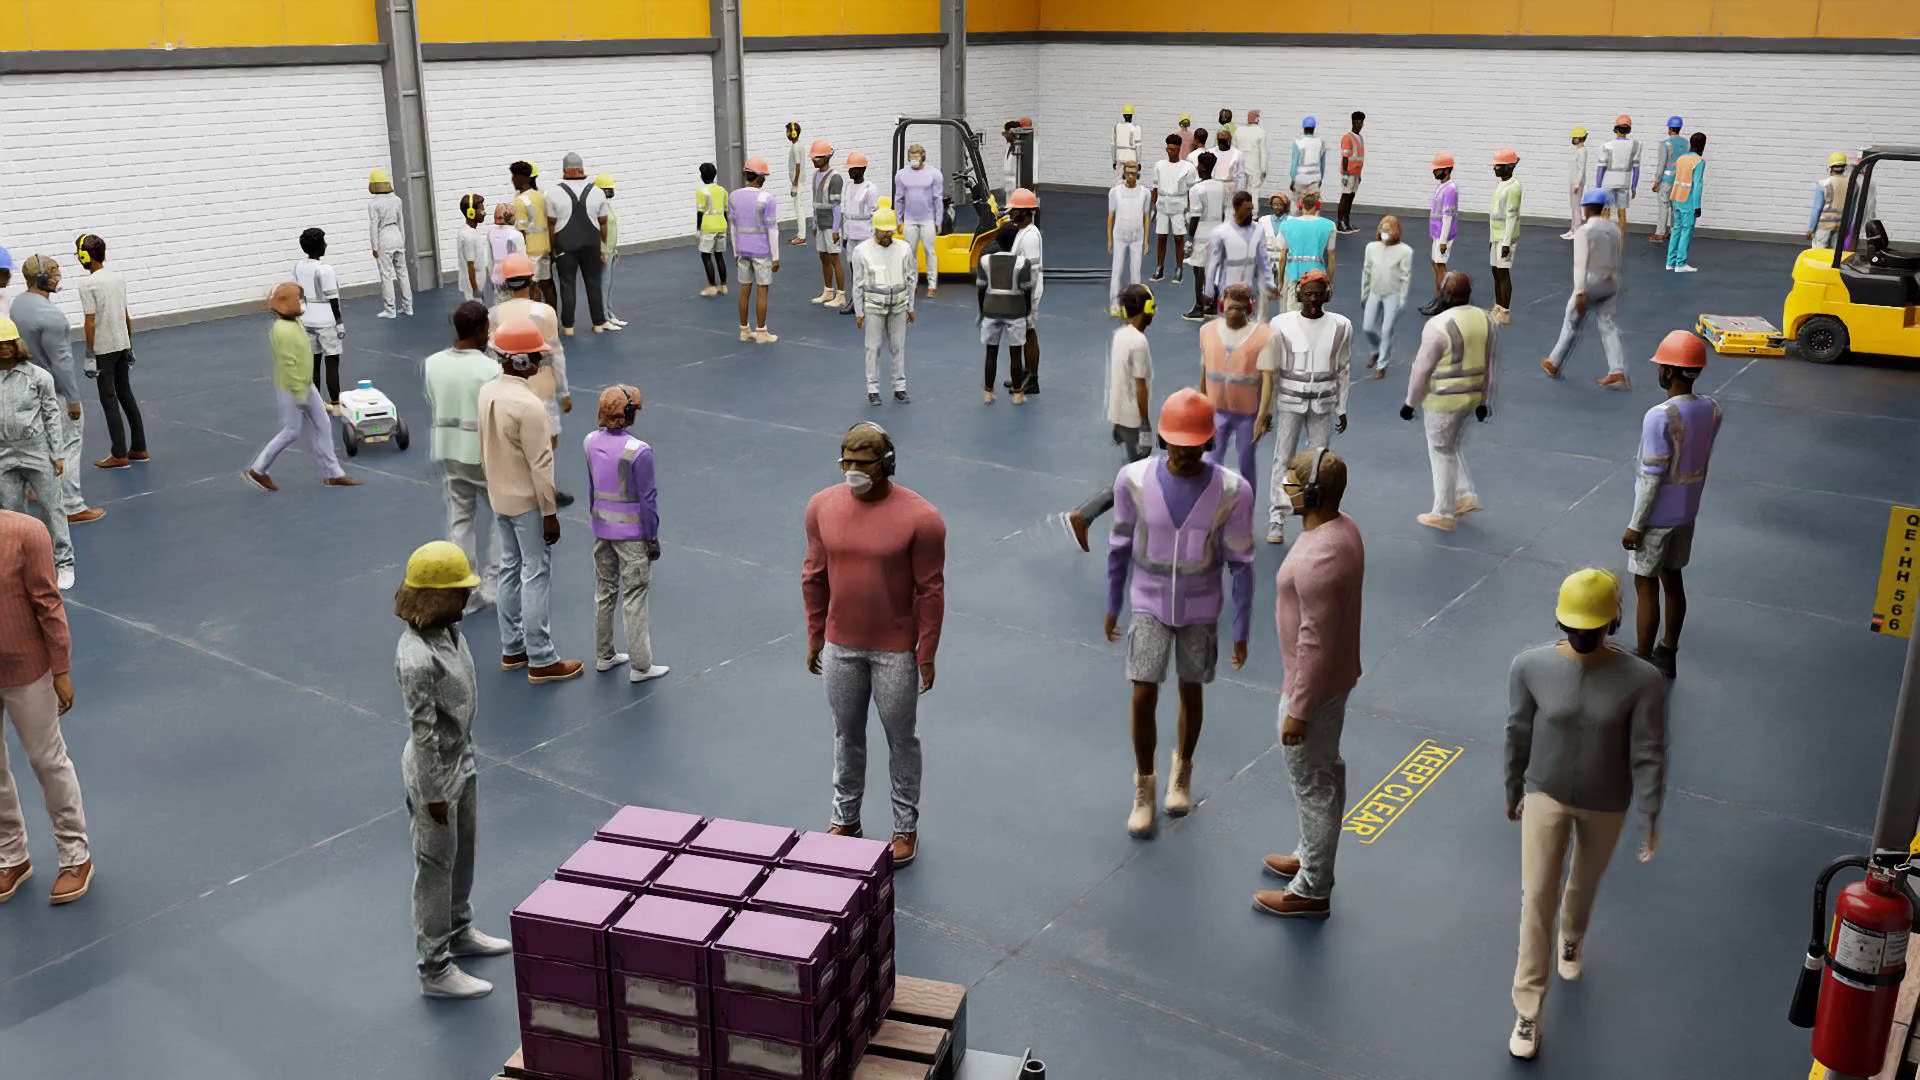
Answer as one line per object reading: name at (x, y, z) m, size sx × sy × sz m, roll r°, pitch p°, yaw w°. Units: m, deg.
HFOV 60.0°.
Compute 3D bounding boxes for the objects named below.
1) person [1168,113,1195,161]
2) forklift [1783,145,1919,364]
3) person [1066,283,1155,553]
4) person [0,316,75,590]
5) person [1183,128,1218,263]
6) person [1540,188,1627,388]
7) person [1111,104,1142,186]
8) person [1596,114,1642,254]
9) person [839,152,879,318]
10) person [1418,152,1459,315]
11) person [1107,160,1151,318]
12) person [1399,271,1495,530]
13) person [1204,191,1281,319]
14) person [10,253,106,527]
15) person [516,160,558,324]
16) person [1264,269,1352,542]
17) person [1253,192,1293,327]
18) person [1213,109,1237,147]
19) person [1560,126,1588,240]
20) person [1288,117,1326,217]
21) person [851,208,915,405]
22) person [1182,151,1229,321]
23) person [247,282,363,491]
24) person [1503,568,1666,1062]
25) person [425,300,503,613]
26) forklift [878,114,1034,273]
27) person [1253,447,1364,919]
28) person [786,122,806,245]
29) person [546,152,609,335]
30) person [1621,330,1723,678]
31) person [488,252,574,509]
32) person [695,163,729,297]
person at (3.984, -6.729, 29.768) m, size 0.534 × 1.756 × 0.342 m, roll -2°, pitch 18°, yaw -8°
forklift at (9.803, -2.879, 17.013) m, size 2.313 × 2.155 × 1.214 m, roll 12°, pitch 21°, yaw 33°
person at (1.067, -0.768, 11.001) m, size 0.659 × 1.829 × 0.559 m, roll -2°, pitch 18°, yaw -7°
person at (-5.860, -0.529, 10.388) m, size 0.493 × 1.746 × 0.282 m, roll -3°, pitch 18°, yaw -9°
person at (3.455, -4.935, 23.891) m, size 0.590 × 1.919 × 0.396 m, roll -15°, pitch 23°, yaw -40°
person at (6.140, -2.442, 16.138) m, size 0.644 × 1.881 × 1.024 m, roll -8°, pitch 19°, yaw -24°
person at (2.979, -6.791, 29.675) m, size 0.594 × 1.928 × 0.361 m, roll 12°, pitch 21°, yaw 33°
person at (9.804, -5.311, 24.866) m, size 0.614 × 2.041 × 0.390 m, roll 3°, pitch 18°, yaw 8°
person at (-1.203, -3.618, 19.740) m, size 0.543 × 1.939 × 0.360 m, roll 16°, pitch 24°, yaw 41°
person at (5.719, -3.644, 19.847) m, size 0.388 × 1.926 × 0.549 m, roll 2°, pitch 18°, yaw 7°
person at (1.995, -3.557, 19.699) m, size 0.508 × 1.846 × 0.345 m, roll 0°, pitch 18°, yaw 0°
person at (3.403, -0.968, 11.650) m, size 0.624 × 1.821 × 0.475 m, roll -14°, pitch 23°, yaw -37°
person at (2.718, -2.495, 16.375) m, size 0.597 × 1.865 × 1.029 m, roll -13°, pitch 22°, yaw -35°
person at (-6.397, -1.049, 11.725) m, size 0.638 × 1.928 × 0.367 m, roll 14°, pitch 23°, yaw 38°
person at (-4.827, -3.336, 18.891) m, size 0.584 × 1.918 × 0.381 m, roll 10°, pitch 20°, yaw 29°
person at (2.353, -0.901, 11.329) m, size 0.584 × 1.882 × 0.345 m, roll 0°, pitch 18°, yaw 1°
person at (3.468, -2.981, 18.230) m, size 0.522 × 1.638 × 0.310 m, roll 7°, pitch 19°, yaw 22°
person at (4.716, -6.755, 29.708) m, size 0.430 × 1.845 × 0.623 m, roll 10°, pitch 20°, yaw 28°
person at (9.761, -5.658, 26.401) m, size 0.326 × 1.765 × 0.533 m, roll 4°, pitch 18°, yaw 13°
person at (5.478, -5.759, 26.481) m, size 0.654 × 1.903 × 0.941 m, roll -4°, pitch 18°, yaw -13°
person at (-0.699, -2.151, 15.351) m, size 0.601 × 1.818 × 0.403 m, roll -7°, pitch 19°, yaw -21°
person at (2.869, -3.559, 19.506) m, size 0.602 × 1.967 × 0.366 m, roll -14°, pitch 23°, yaw -38°
person at (-5.045, -1.149, 12.551) m, size 0.772 × 1.606 × 0.502 m, roll -1°, pitch 18°, yaw -3°
person at (2.200, 0.906, 5.939) m, size 0.533 × 1.723 × 0.898 m, roll 6°, pitch 19°, yaw 19°
person at (-2.918, -0.494, 10.039) m, size 0.598 × 1.898 × 0.511 m, roll 6°, pitch 19°, yaw 18°
forklift at (-0.171, -4.594, 22.377) m, size 2.313 × 2.155 × 1.214 m, roll 1°, pitch 18°, yaw 3°
person at (1.400, 0.577, 6.617) m, size 0.371 × 1.939 × 0.629 m, roll 7°, pitch 19°, yaw 20°
person at (-2.558, -5.541, 25.869) m, size 0.328 × 1.870 × 0.510 m, roll -1°, pitch 18°, yaw -2°
person at (-4.291, -3.339, 18.701) m, size 0.691 × 2.000 × 0.535 m, roll -8°, pitch 19°, yaw -23°
person at (3.760, -0.159, 8.922) m, size 0.552 × 1.937 × 0.356 m, roll -12°, pitch 21°, yaw -32°
person at (-3.098, -1.069, 11.826) m, size 0.566 × 1.907 × 0.784 m, roll 8°, pitch 19°, yaw 23°
person at (-3.129, -3.935, 21.148) m, size 0.406 × 1.675 × 0.561 m, roll 12°, pitch 21°, yaw 33°
